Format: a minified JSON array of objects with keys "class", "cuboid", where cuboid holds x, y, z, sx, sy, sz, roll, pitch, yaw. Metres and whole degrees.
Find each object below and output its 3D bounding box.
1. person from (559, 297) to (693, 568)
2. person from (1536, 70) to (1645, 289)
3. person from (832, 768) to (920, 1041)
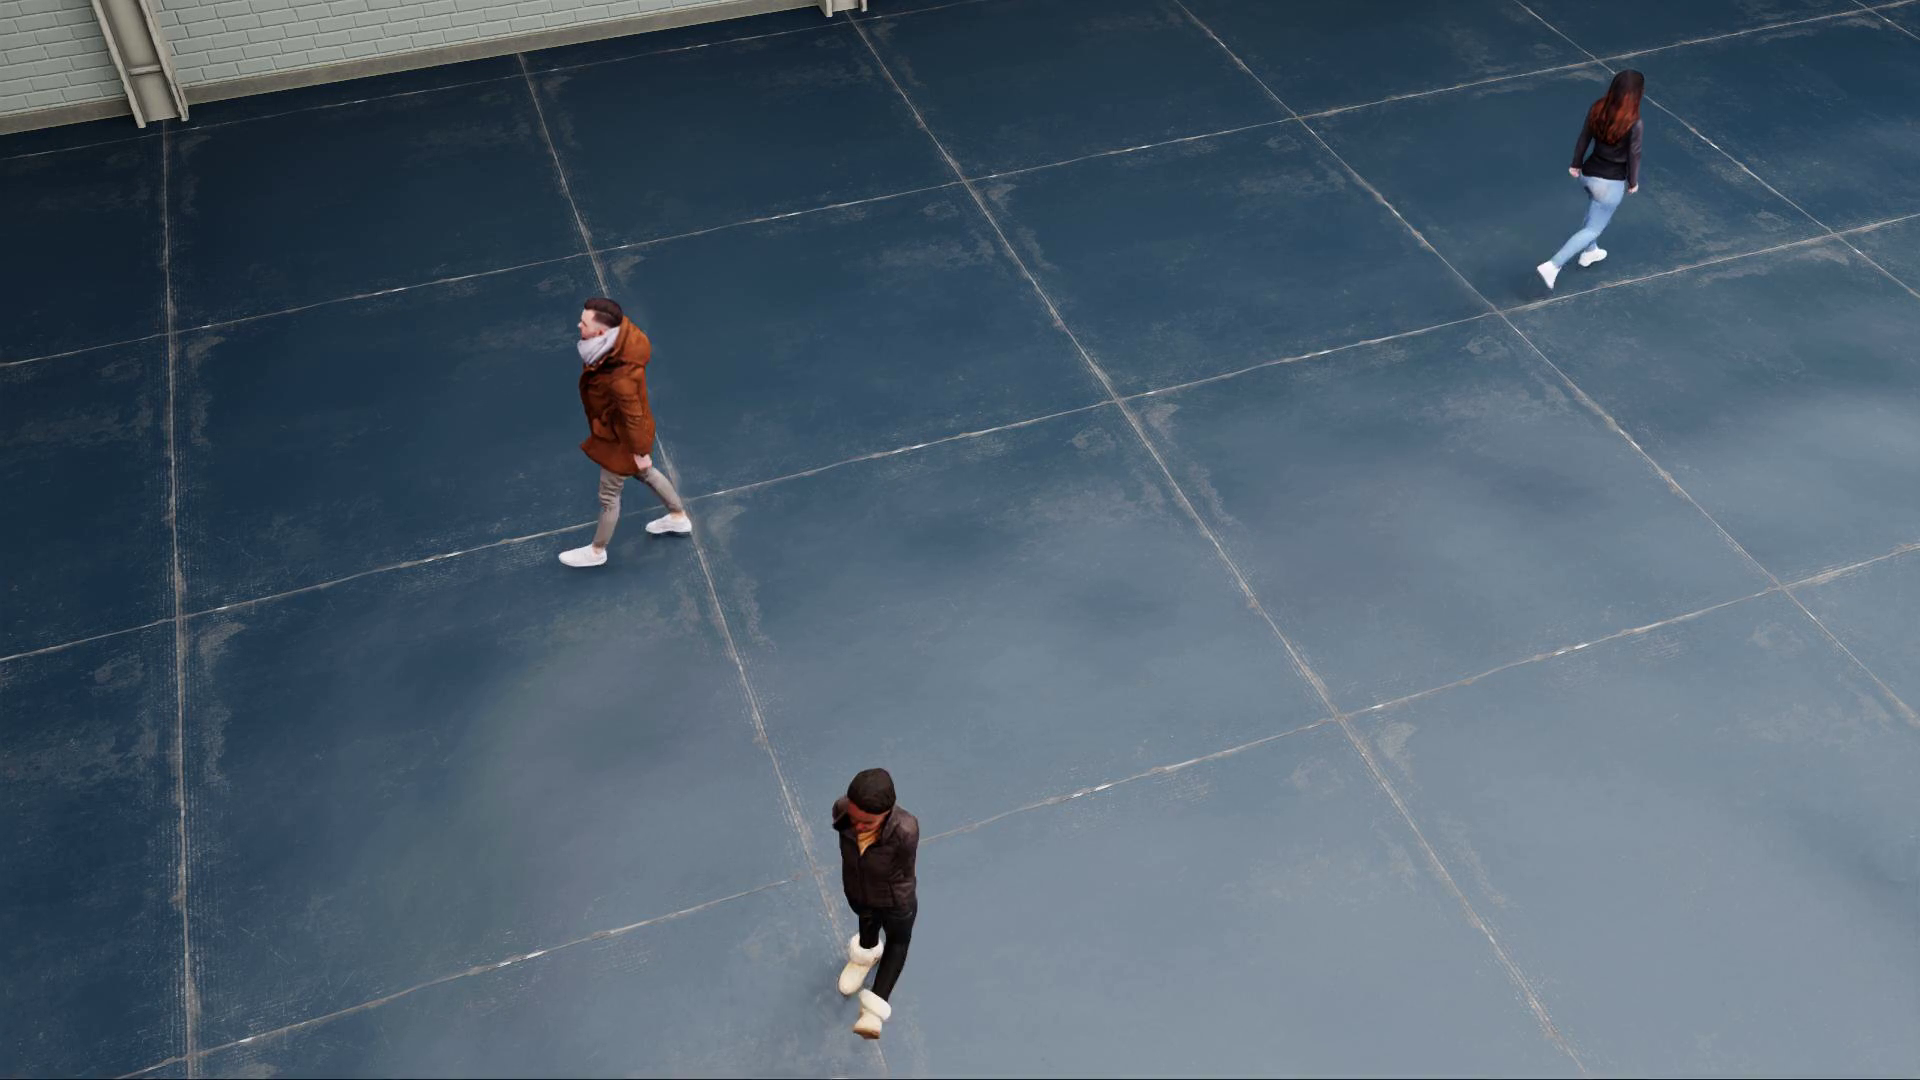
[{"class":"person","cuboid":[-1.856,-0.625,9.566,1.069,1.798,0.802,-9,44,-9]},{"class":"person","cuboid":[4.485,-2.506,11.726,1.089,1.600,0.715,-19,46,-20]},{"class":"person","cuboid":[-0.412,1.615,7.276,0.892,1.650,0.961,30,51,28]}]
